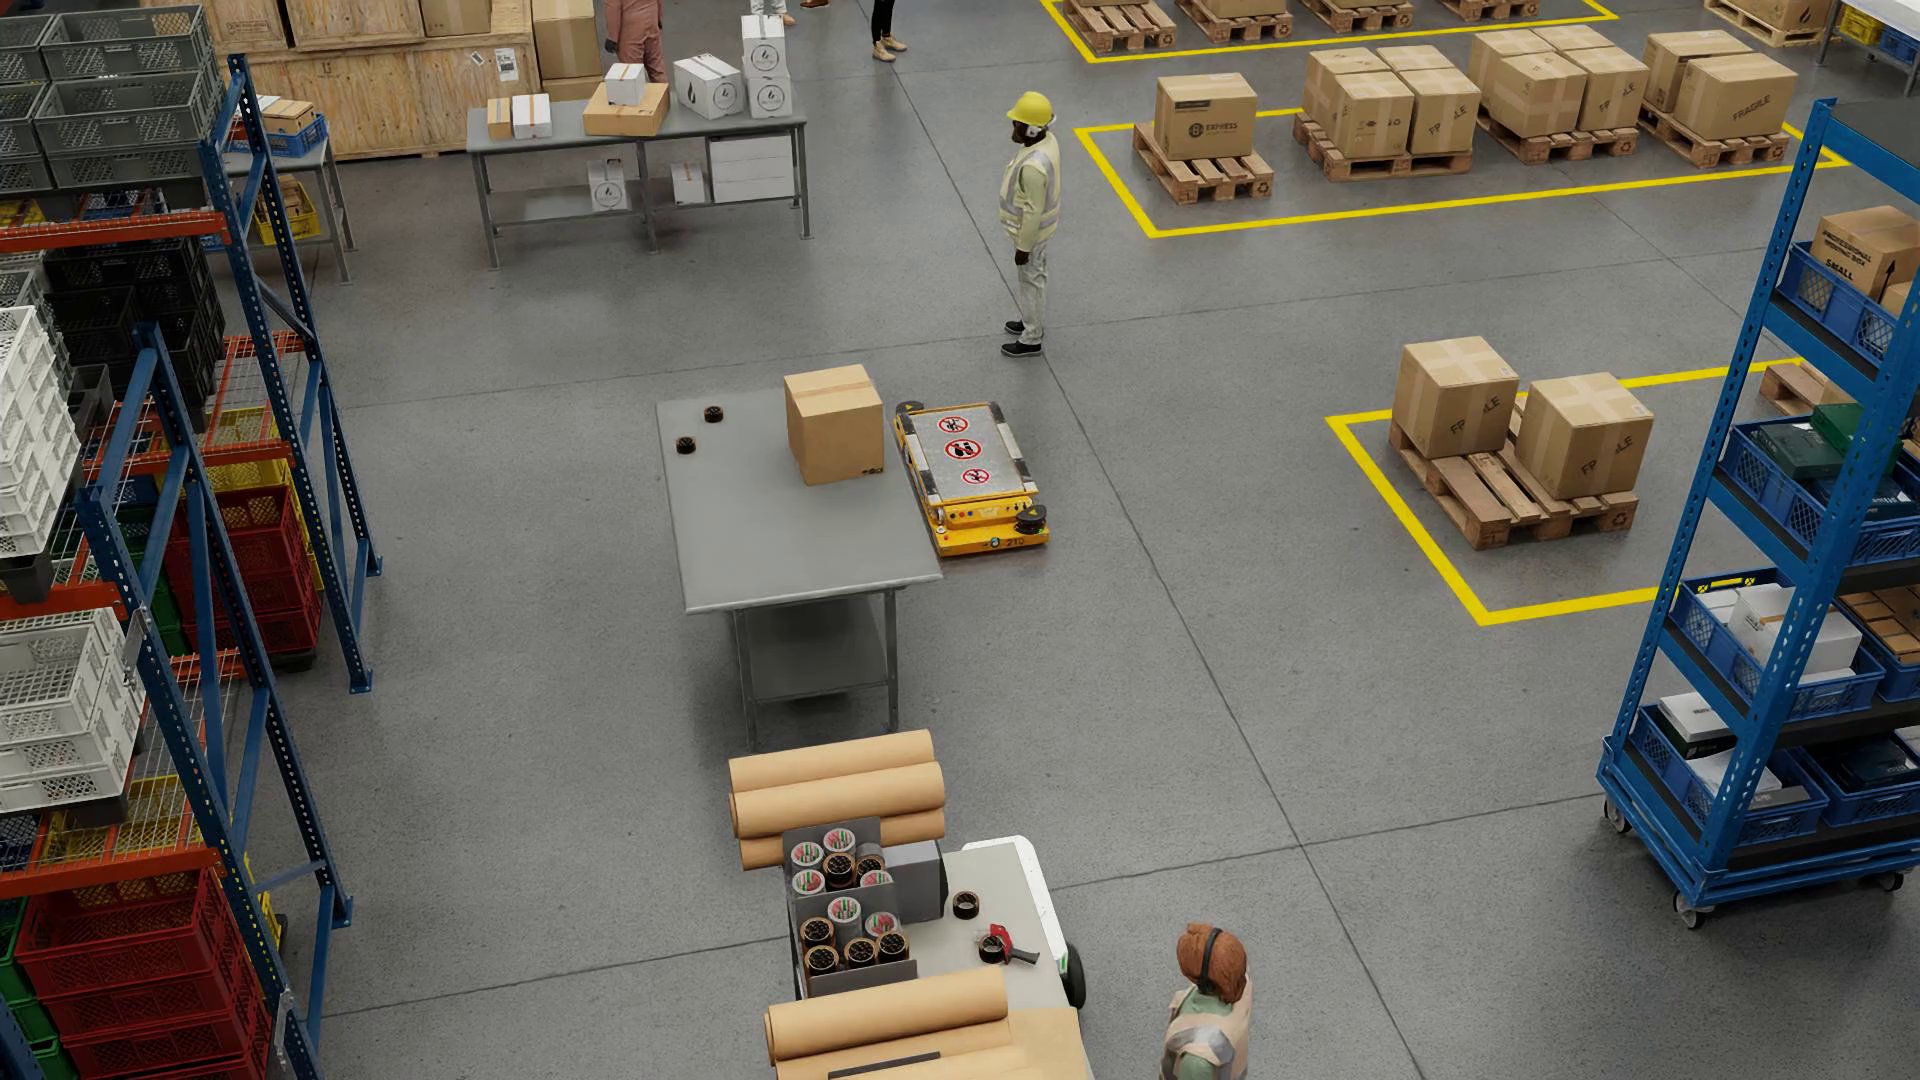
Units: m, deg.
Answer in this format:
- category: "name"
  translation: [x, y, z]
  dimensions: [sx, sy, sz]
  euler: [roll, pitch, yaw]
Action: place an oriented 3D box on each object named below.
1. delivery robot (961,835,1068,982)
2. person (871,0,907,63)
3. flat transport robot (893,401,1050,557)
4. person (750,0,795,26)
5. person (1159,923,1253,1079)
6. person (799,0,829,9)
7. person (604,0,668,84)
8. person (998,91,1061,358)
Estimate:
- category: "delivery robot"
  translation: [0.217, 1.590, 7.081]
  dimensions: [0.477, 0.478, 0.707]
  euler: [-7, 37, -9]
- category: "person"
  translation: [-0.675, -5.363, 15.551]
  dimensions: [0.319, 1.695, 0.539]
  euler: [13, 39, 17]
- category: "flat transport robot"
  translation: [0.046, -0.430, 10.108]
  dimensions: [0.652, 0.197, 1.431]
  euler: [-8, 37, -10]
- category: "person"
  translation: [-1.871, -5.879, 16.138]
  dimensions: [0.431, 1.836, 0.618]
  euler: [27, 44, 31]
- category: "person"
  translation: [0.842, 1.933, 5.799]
  dimensions: [0.311, 1.635, 0.511]
  euler: [13, 39, 17]
- category: "person"
  translation: [-1.501, -6.317, 16.708]
  dimensions: [0.351, 1.856, 0.518]
  euler: [-5, 37, -7]
- category: "person"
  translation: [-2.758, -4.343, 14.006]
  dimensions: [0.406, 1.911, 0.639]
  euler: [23, 42, 28]
- category: "person"
  translation: [0.454, -2.092, 11.040]
  dimensions: [0.404, 1.837, 0.590]
  euler: [5, 37, 6]
